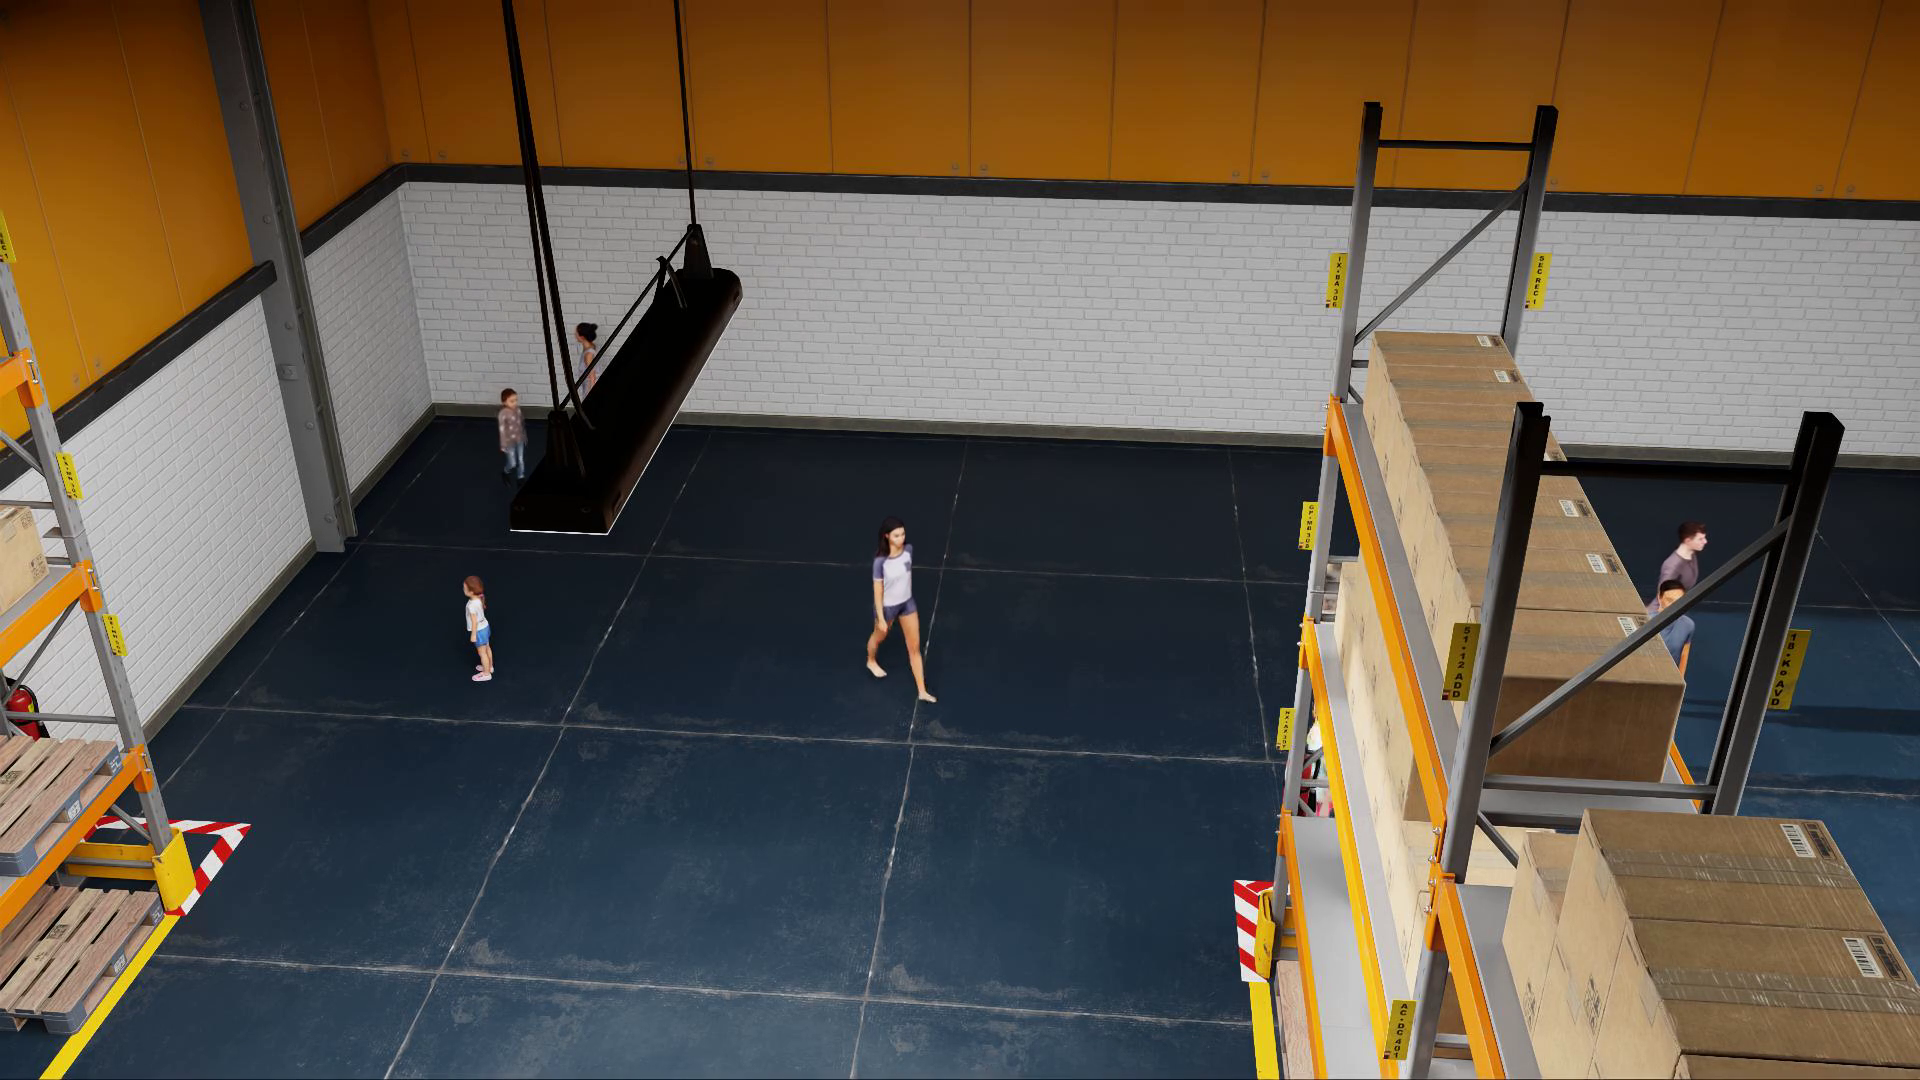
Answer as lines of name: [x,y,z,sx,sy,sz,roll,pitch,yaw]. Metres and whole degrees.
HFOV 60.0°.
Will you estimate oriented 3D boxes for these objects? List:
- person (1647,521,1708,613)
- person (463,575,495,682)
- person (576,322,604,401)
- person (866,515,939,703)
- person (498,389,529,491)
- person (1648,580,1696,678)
person: [5.932,0.652,14.027,0.815,1.845,0.726,23,36,36]
person: [-4.245,0.766,14.679,0.491,1.019,0.377,0,29,0]
person: [-4.072,-1.687,18.556,0.668,1.613,0.514,-4,29,-7]
person: [-0.624,0.562,14.370,1.123,1.674,1.184,-22,35,-34]
person: [-4.843,-1.083,17.895,0.704,1.187,0.653,22,36,35]
person: [5.490,1.108,13.226,0.663,1.810,0.549,1,29,1]
